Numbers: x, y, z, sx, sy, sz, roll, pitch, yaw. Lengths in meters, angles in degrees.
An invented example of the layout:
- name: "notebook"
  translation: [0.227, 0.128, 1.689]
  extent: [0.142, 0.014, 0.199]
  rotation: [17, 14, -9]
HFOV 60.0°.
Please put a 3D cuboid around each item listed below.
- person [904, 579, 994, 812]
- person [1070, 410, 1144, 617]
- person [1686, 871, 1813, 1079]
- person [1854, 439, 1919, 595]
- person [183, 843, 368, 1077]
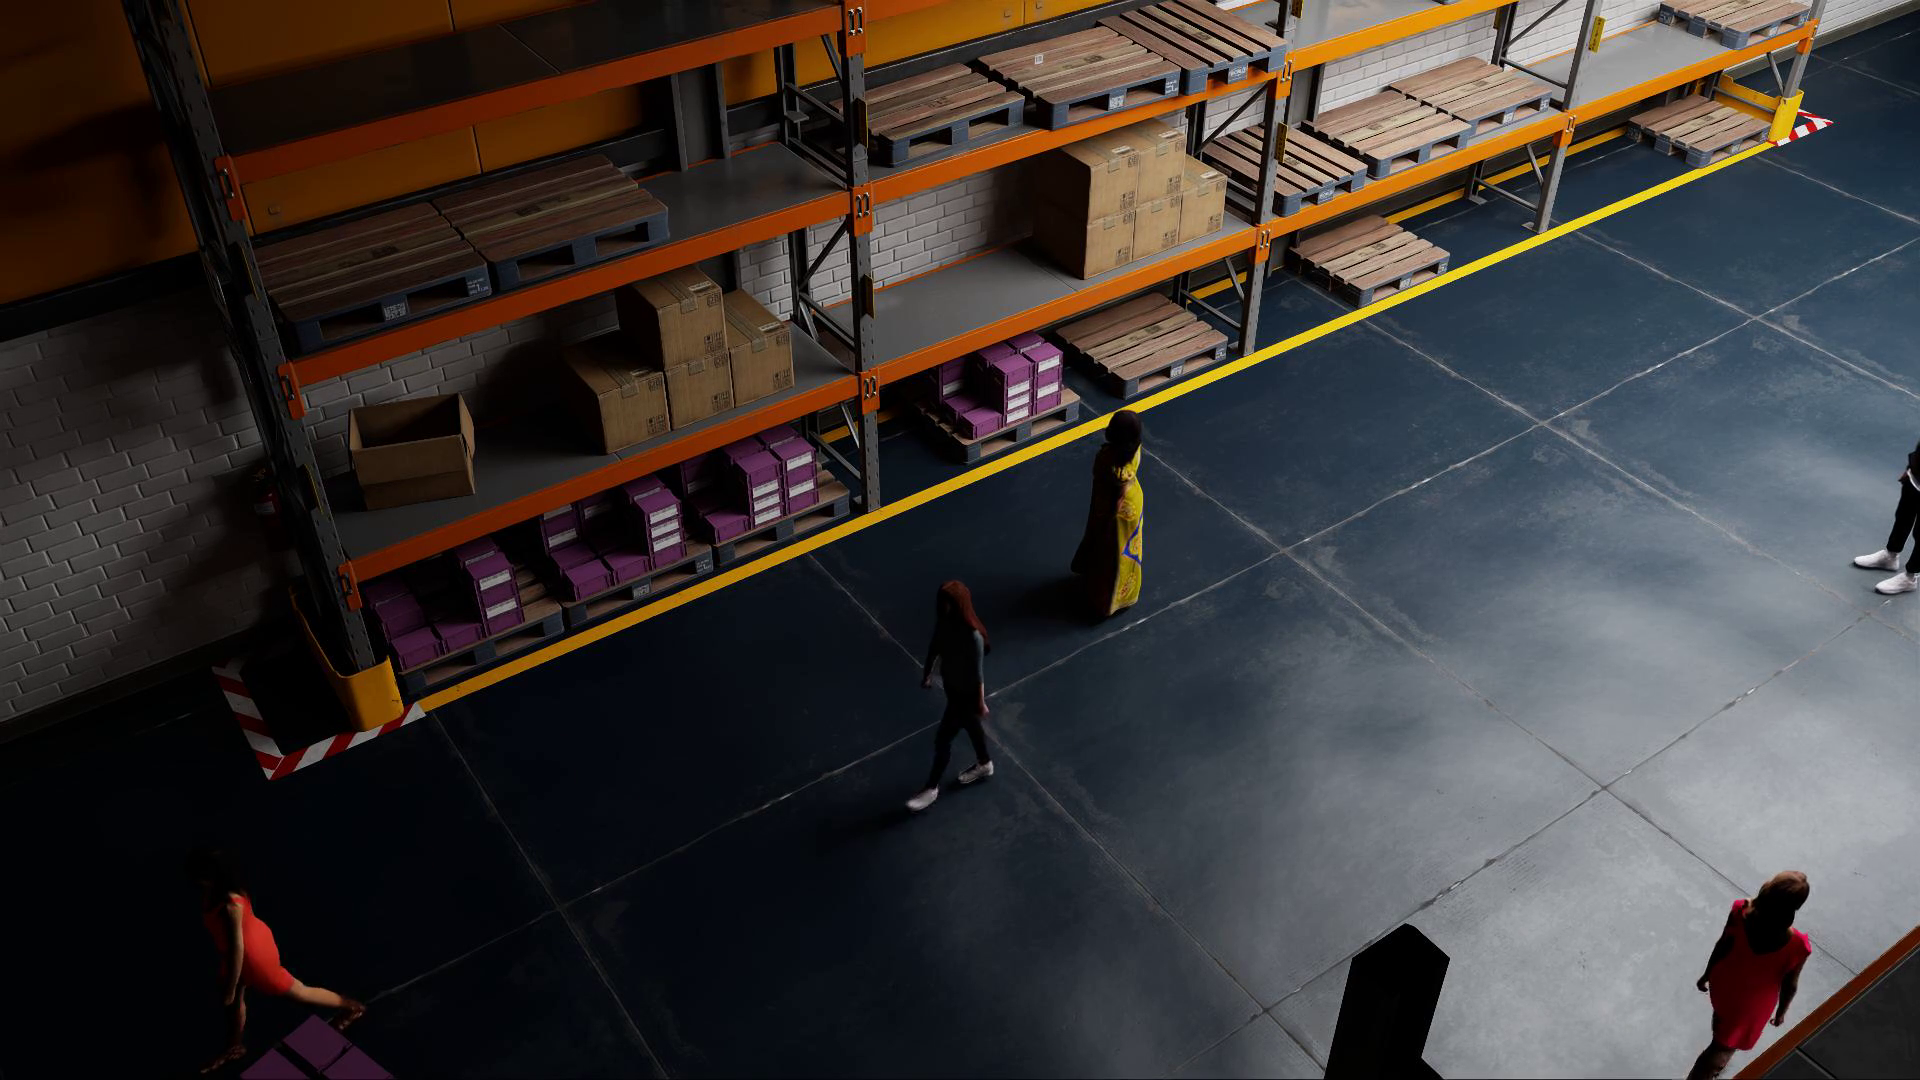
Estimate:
- name: "person"
  translation: [0.079, 0.909, 10.359]
  extent: [0.929, 1.718, 0.657]
  rotation: [-19, 42, -22]
- name: "person"
  translation: [1.116, -0.240, 11.845]
  extent: [1.042, 1.659, 1.000]
  rotation: [3, 39, 4]
- name: "person"
  translation: [3.968, 2.372, 8.549]
  extent: [1.037, 1.690, 0.605]
  rotation: [-25, 45, -28]
- name: "person"
  translation: [6.985, -0.417, 11.939]
  extent: [0.764, 1.818, 0.763]
  rotation: [-2, 39, -3]
- name: "person"
  translation: [-3.644, 2.183, 8.801]
  extent: [1.105, 1.671, 0.562]
  rotation: [-23, 44, -26]
